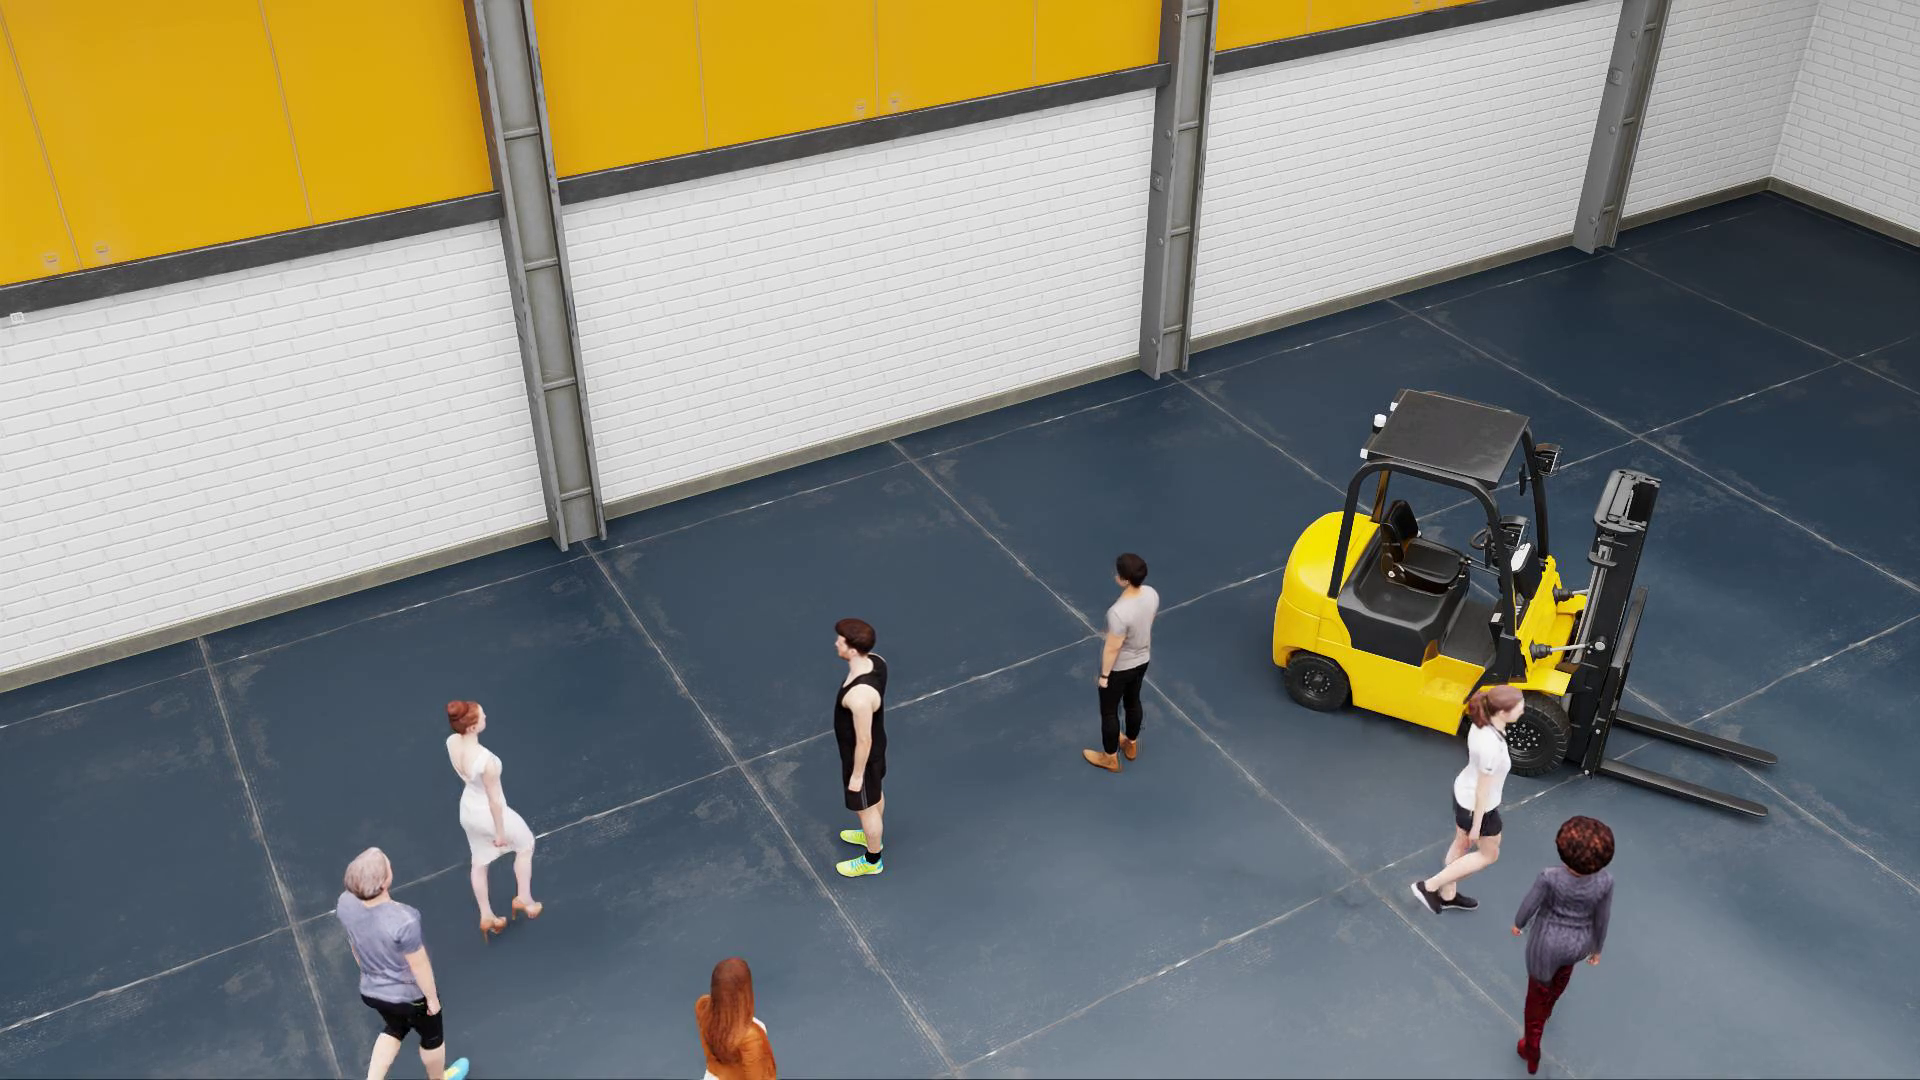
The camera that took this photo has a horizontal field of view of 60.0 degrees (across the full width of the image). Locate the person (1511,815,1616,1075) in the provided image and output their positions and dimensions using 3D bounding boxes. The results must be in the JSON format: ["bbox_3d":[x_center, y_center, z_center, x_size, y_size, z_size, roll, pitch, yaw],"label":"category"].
[{"bbox_3d":[3.251,2.243,8.976,0.845,1.692,0.885,4,34,6],"label":"person"}]

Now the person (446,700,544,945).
[{"bbox_3d":[-2.855,1.686,9.734,0.698,1.782,0.763,21,39,29],"label":"person"}]

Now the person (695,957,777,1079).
[{"bbox_3d":[-1.158,2.762,8.178,0.759,1.711,0.881,25,41,32],"label":"person"}]

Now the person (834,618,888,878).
[{"bbox_3d":[-0.603,1.277,10.250,0.783,1.891,0.780,2,34,2],"label":"person"}]

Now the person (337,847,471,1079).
[{"bbox_3d":[-2.951,2.387,8.603,0.971,1.865,1.084,14,36,20],"label":"person"}]

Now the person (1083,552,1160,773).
[{"bbox_3d":[1.102,0.806,11.117,0.556,1.716,0.724,-24,40,-31],"label":"person"}]

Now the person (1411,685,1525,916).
[{"bbox_3d":[2.997,1.570,9.947,0.820,1.739,0.740,3,34,4],"label":"person"}]
